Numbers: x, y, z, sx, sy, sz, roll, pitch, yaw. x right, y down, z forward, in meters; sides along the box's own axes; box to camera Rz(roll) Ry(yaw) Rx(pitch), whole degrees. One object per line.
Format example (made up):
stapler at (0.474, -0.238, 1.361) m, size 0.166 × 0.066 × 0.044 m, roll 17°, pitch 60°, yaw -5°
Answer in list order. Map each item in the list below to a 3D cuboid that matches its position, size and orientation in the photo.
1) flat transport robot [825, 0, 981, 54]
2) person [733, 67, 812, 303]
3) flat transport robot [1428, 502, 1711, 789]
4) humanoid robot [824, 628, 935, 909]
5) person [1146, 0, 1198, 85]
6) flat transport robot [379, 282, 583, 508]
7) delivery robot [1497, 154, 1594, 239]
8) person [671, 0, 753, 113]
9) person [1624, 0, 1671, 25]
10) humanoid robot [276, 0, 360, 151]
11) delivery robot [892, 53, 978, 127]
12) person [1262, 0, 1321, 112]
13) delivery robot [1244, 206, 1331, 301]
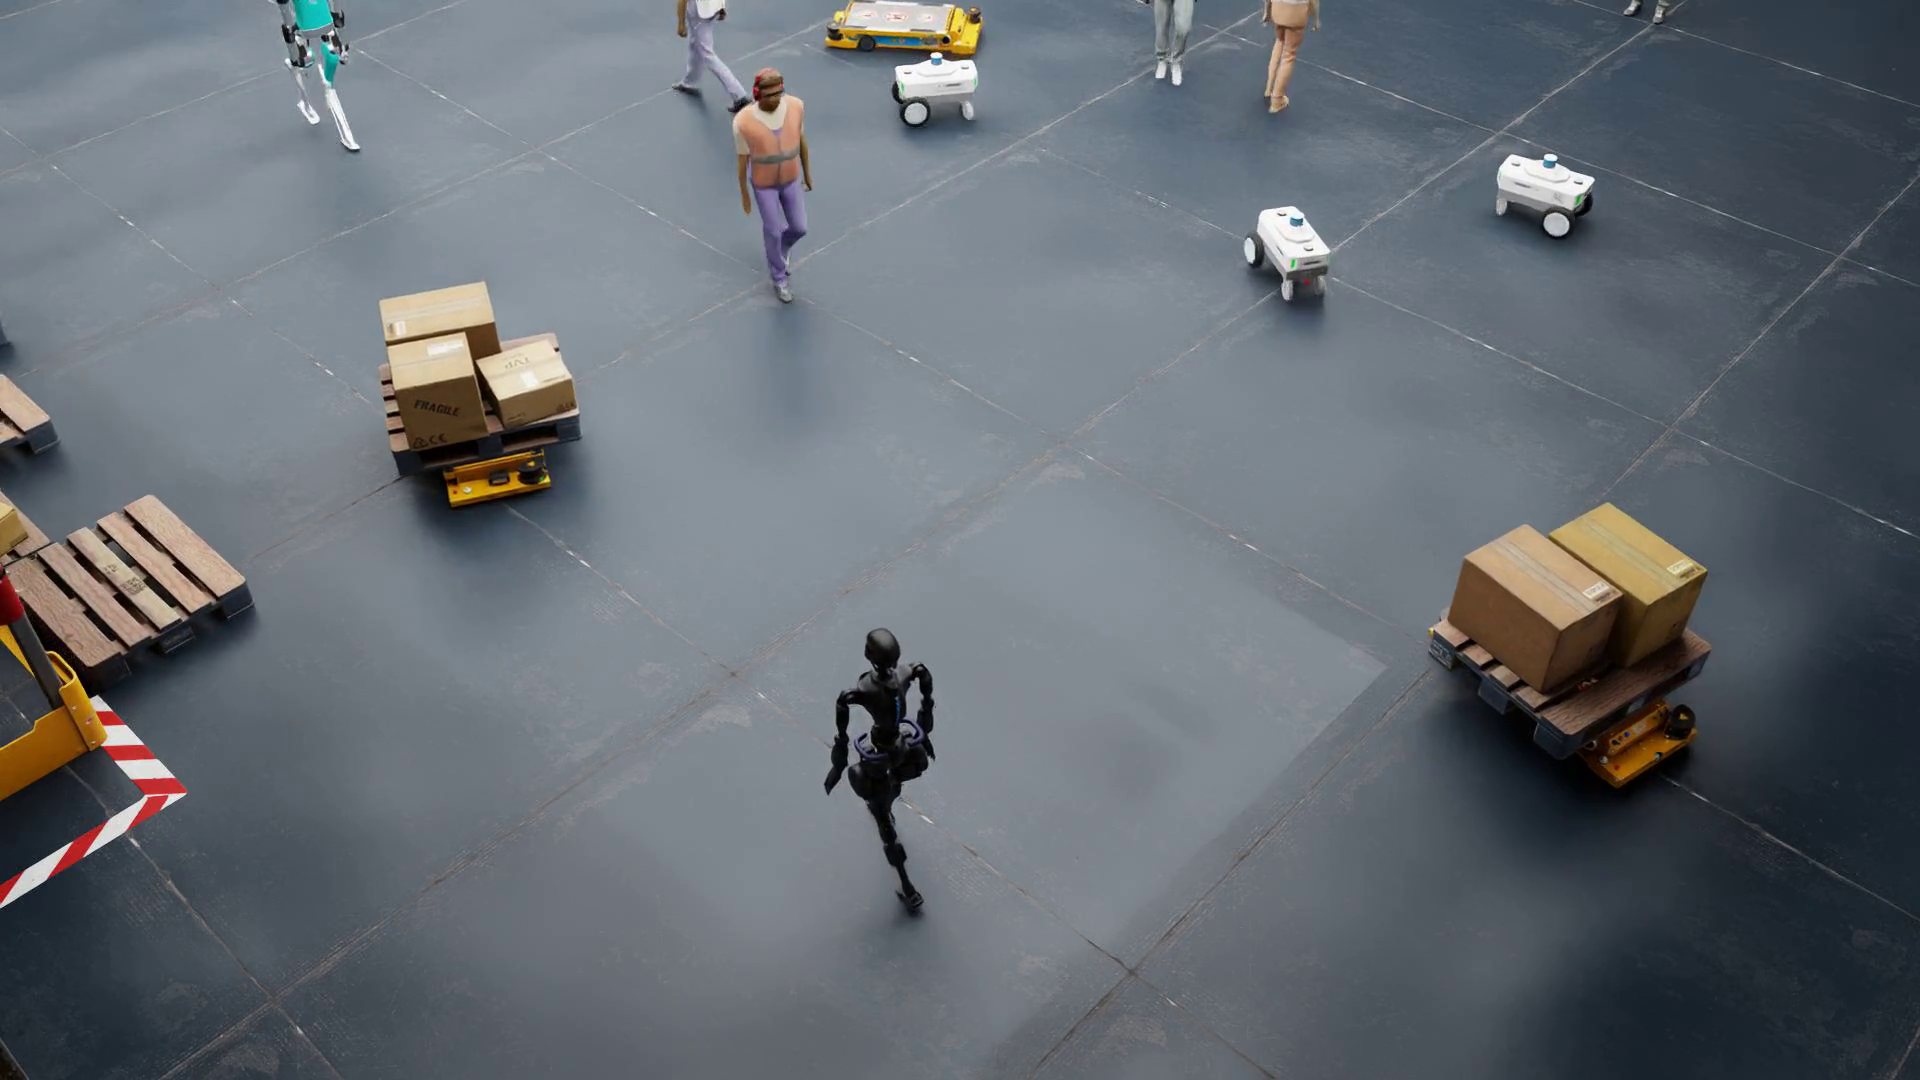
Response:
flat transport robot at (-0.538, -4.936, 16.013) m, size 1.431 × 0.231 × 0.659 m, roll 4°, pitch 42°, yaw 5°
person at (-1.370, -2.642, 12.292) m, size 0.591 × 1.828 × 0.447 m, roll -21°, pitch 46°, yaw -21°
flat transport robot at (3.476, 0.795, 9.642) m, size 0.659 × 0.231 × 1.431 m, roll -24°, pitch 47°, yaw -24°
humanoid robot at (-0.370, 1.094, 8.309) m, size 0.597 × 1.641 × 0.797 m, roll -22°, pitch 46°, yaw -22°
person at (1.906, -4.919, 14.903) m, size 0.503 × 1.724 × 0.556 m, roll 6°, pitch 42°, yaw 6°
flat transport robot at (-3.248, -0.782, 11.395) m, size 0.659 × 0.231 × 1.431 m, roll -13°, pitch 44°, yaw -14°
delivery robot at (4.735, -2.830, 13.451) m, size 0.757 × 0.586 × 0.518 m, roll 24°, pitch 47°, yaw 25°
person at (-2.245, -4.646, 14.547) m, size 0.938 × 1.800 × 0.573 m, roll 18°, pitch 45°, yaw 19°
person at (6.787, -5.892, 15.910) m, size 0.564 × 1.832 × 0.411 m, roll 22°, pitch 46°, yaw 23°
humanoid robot at (-5.584, -4.249, 14.193) m, size 0.532 × 1.764 × 1.033 m, roll -31°, pitch 51°, yaw -30°
delivery robot at (-0.228, -4.030, 14.785) m, size 0.757 × 0.586 × 0.518 m, roll -7°, pitch 42°, yaw -8°
person at (2.939, -4.623, 14.577) m, size 0.475 × 1.731 × 0.534 m, roll 30°, pitch 50°, yaw 29°
delivery robot at (2.554, -2.259, 12.821) m, size 0.499 × 0.592 × 0.774 m, roll -10°, pitch 43°, yaw -11°
